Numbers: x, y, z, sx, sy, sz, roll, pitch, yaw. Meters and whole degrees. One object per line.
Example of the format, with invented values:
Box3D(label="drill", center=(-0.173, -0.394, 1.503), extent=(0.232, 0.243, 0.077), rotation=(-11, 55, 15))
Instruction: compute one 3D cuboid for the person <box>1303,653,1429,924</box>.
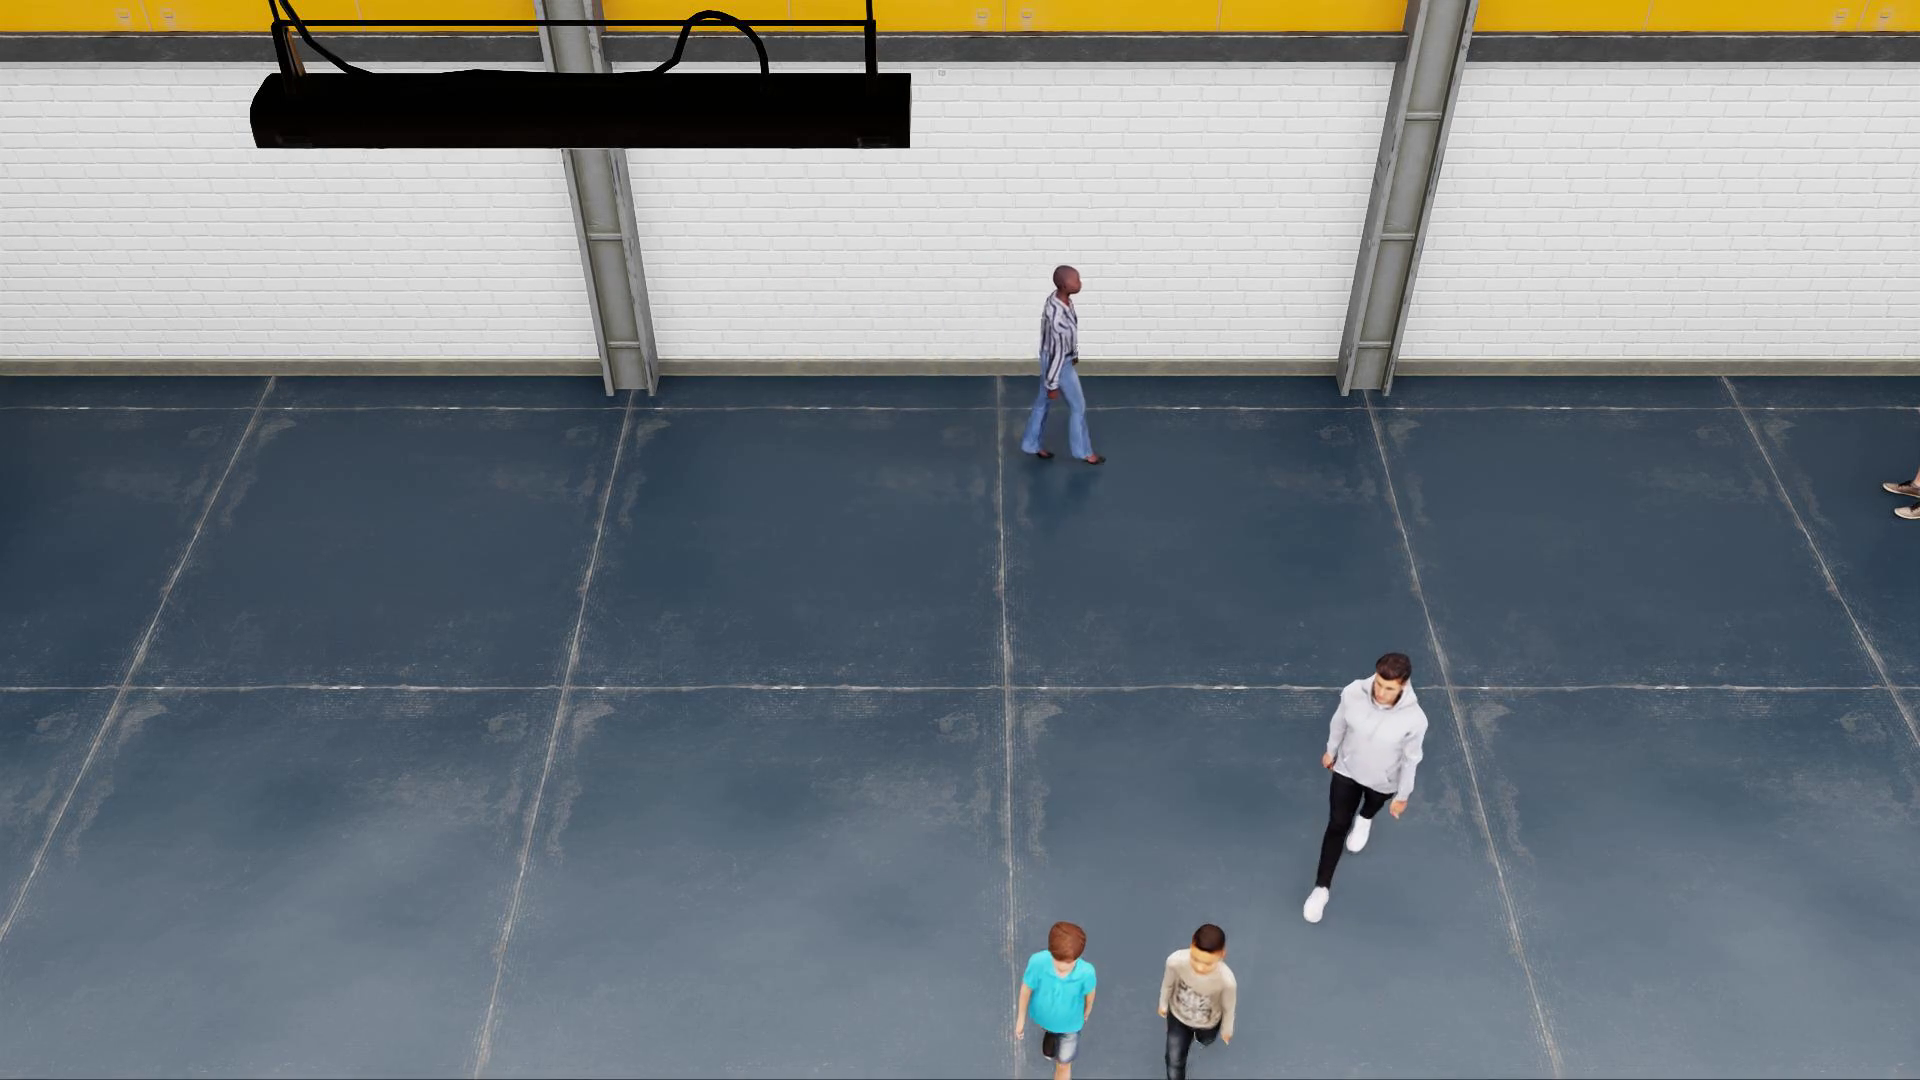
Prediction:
Box3D(label="person", center=(2.405, 1.274, 9.640), extent=(1.249, 1.875, 1.123), rotation=(19, 47, 19))

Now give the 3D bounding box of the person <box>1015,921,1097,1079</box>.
Box3D(label="person", center=(0.516, 2.413, 8.777), extent=(0.958, 1.415, 0.779), rotation=(12, 45, 13))

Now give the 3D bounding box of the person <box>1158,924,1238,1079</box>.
Box3D(label="person", center=(1.264, 2.428, 8.744), extent=(0.982, 1.439, 0.843), rotation=(14, 45, 14))

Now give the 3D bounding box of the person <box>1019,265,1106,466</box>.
Box3D(label="person", center=(0.633, -1.273, 12.388), extent=(0.866, 1.772, 0.656), rotation=(0, 44, 0))
